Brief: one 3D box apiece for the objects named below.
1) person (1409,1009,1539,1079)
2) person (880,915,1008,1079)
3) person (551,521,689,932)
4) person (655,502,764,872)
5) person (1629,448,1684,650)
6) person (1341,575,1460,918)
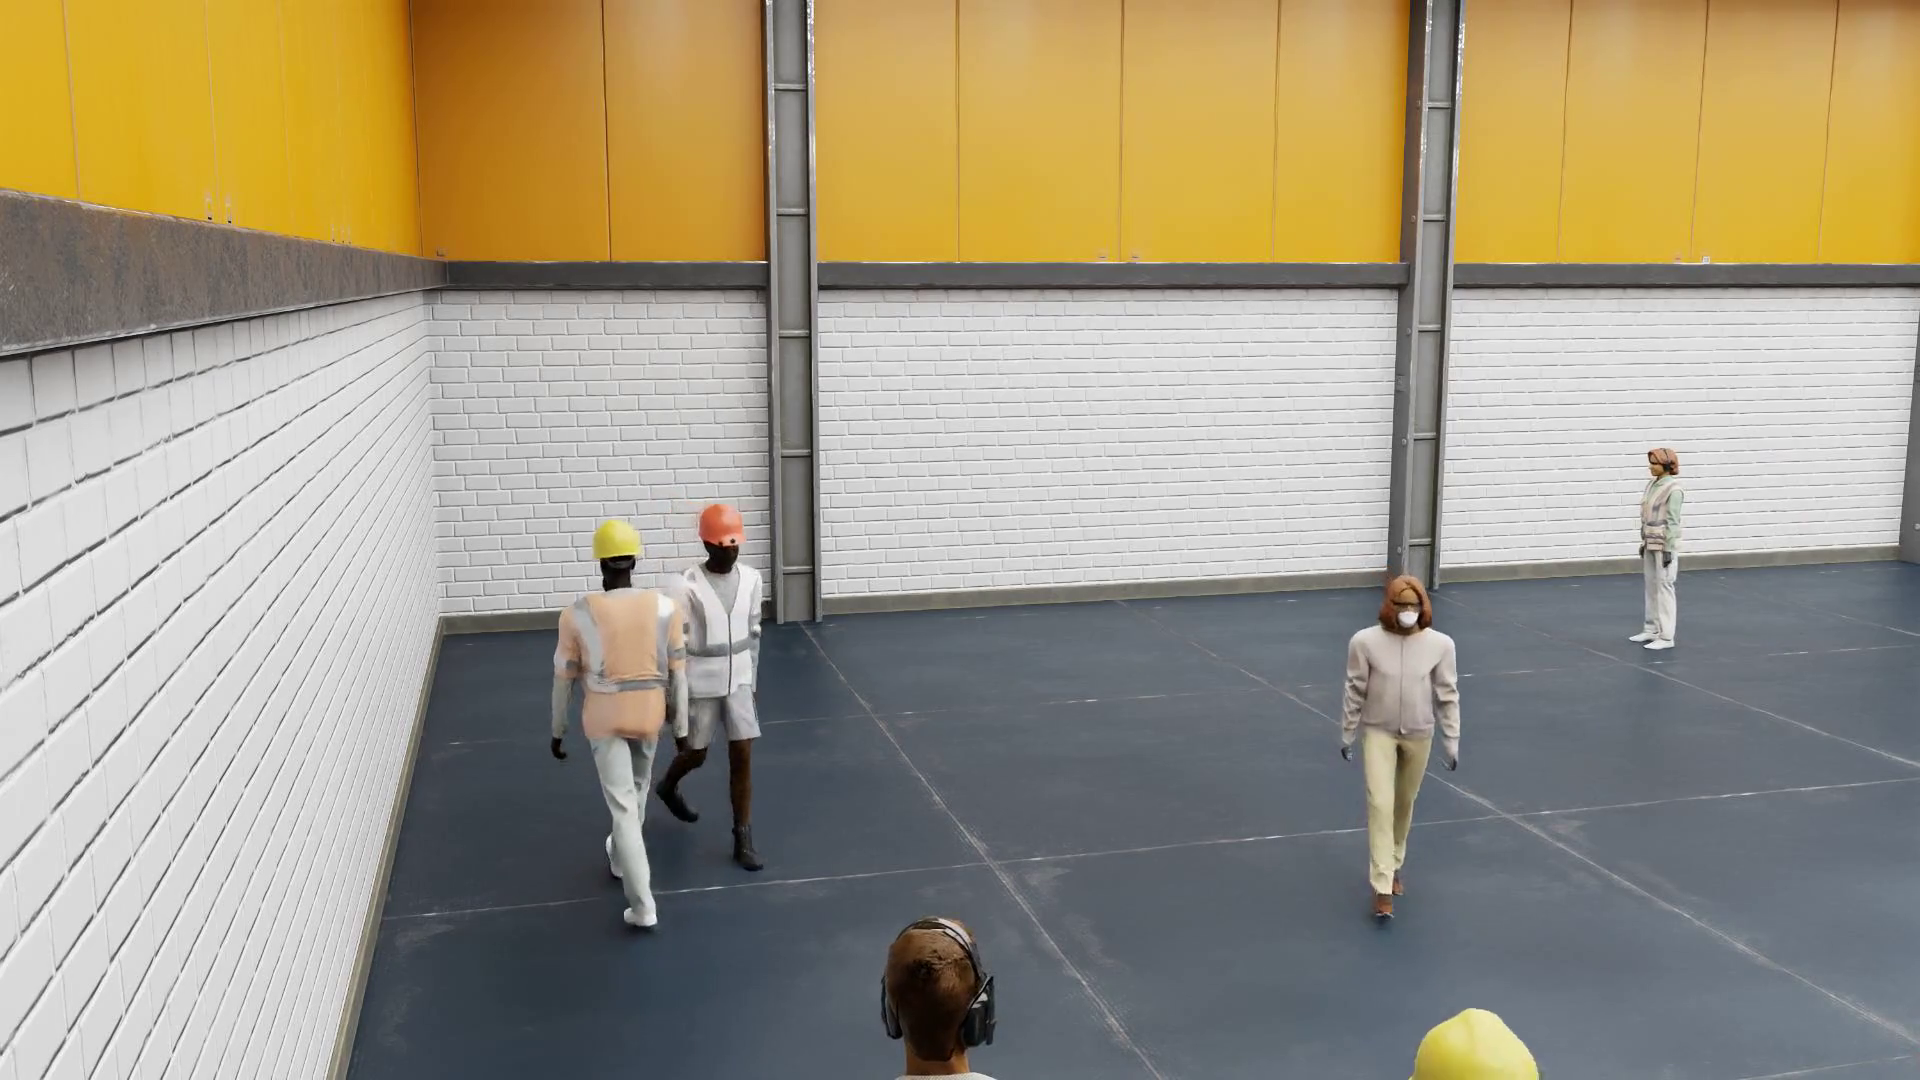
[{"bbox_3d":[0.824,1.704,2.799,0.592,1.792,0.927,-2,9,-12],"label":"person"},{"bbox_3d":[-0.034,1.614,3.160,0.514,1.841,0.326,-1,9,-7],"label":"person"},{"bbox_3d":[-1.627,0.843,7.908,0.609,1.861,1.031,-5,10,-27],"label":"person"},{"bbox_3d":[-1.329,0.714,8.661,0.568,1.901,0.869,-7,11,-36],"label":"person"},{"bbox_3d":[5.670,0.068,13.471,0.310,1.634,0.511,0,9,-1],"label":"person"},{"bbox_3d":[2.100,0.975,7.869,0.527,1.597,0.777,1,9,4],"label":"person"}]
